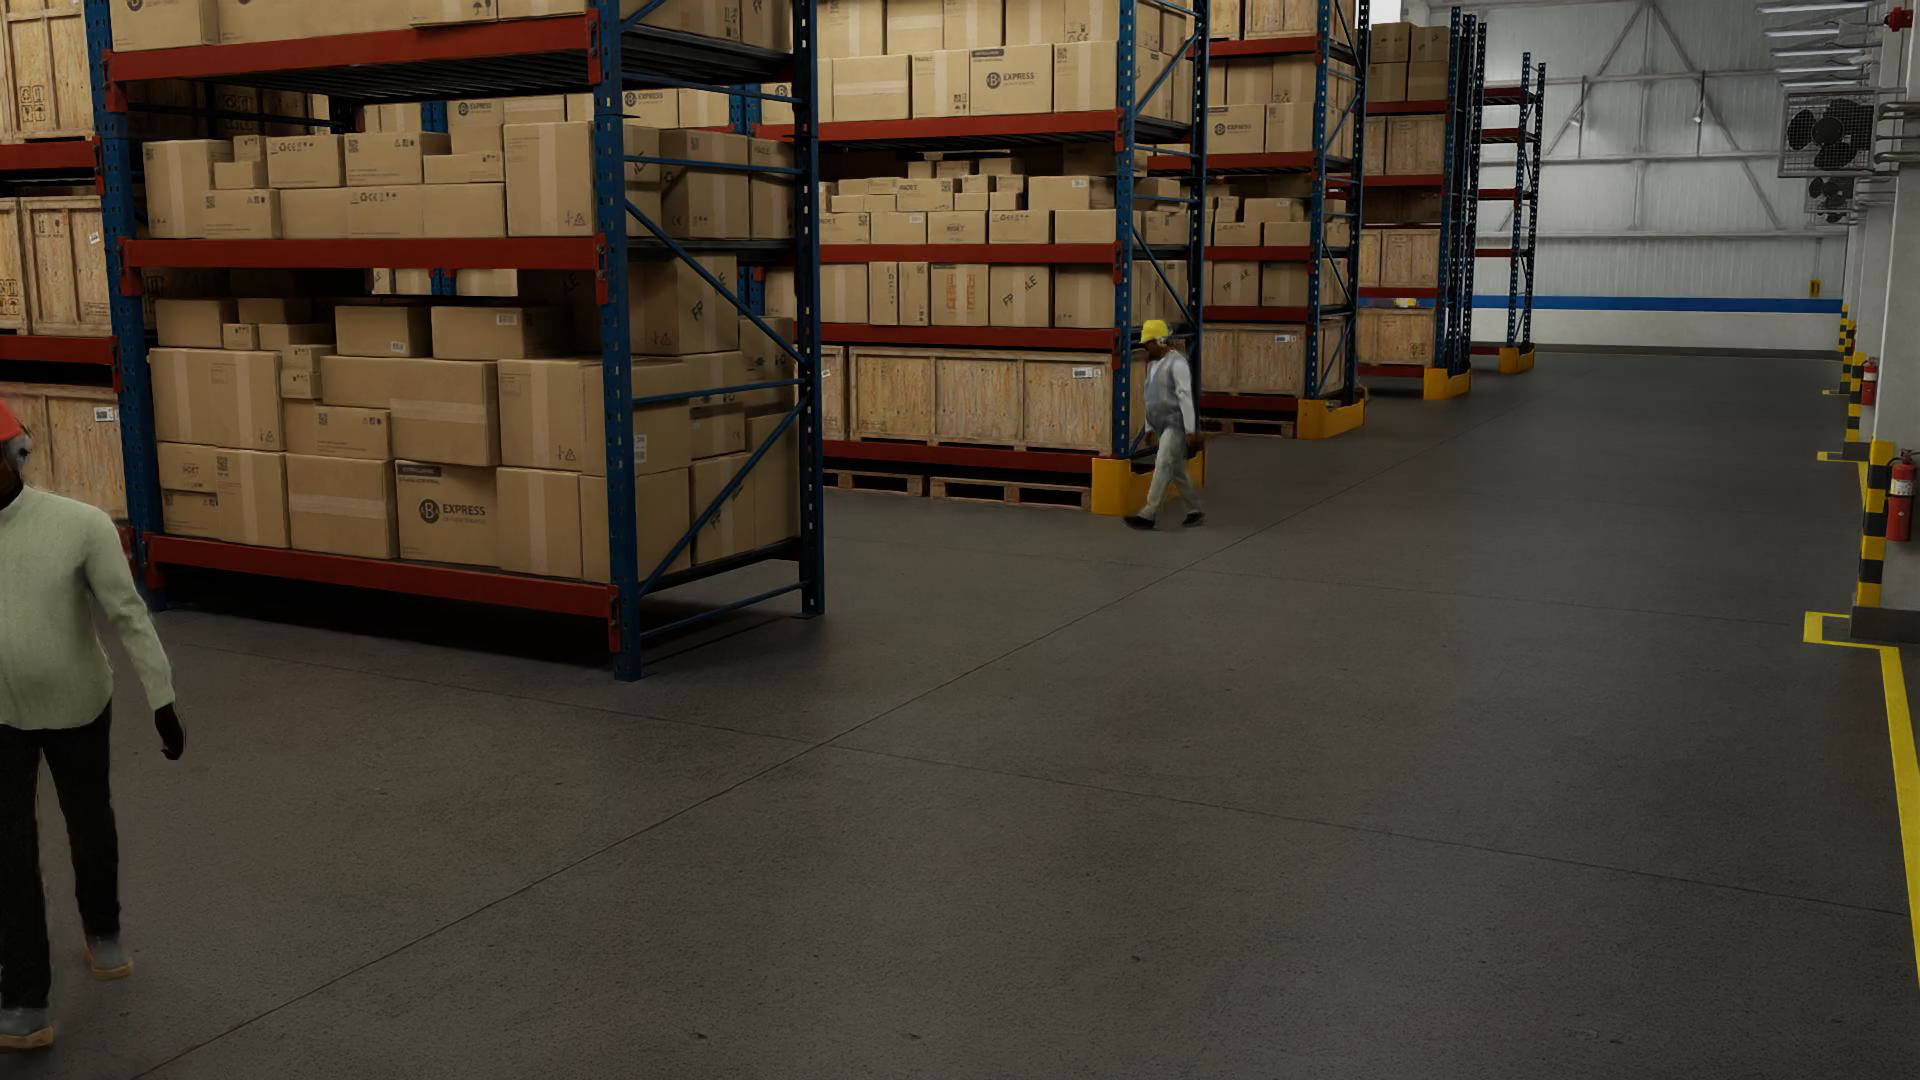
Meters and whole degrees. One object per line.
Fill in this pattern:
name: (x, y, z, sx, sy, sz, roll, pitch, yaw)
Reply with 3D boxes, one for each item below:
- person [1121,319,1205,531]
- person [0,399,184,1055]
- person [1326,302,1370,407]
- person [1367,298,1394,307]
person: (1.771, -0.968, 14.058, 0.800, 1.774, 0.663, -3, 10, -18)
person: (-2.746, 0.514, 4.983, 0.761, 1.921, 1.017, -3, 10, -17)
person: (5.860, -2.801, 25.168, 0.830, 1.599, 0.543, -1, 10, -7)
person: (8.079, -4.199, 32.364, 0.635, 1.903, 0.921, -4, 10, -20)
